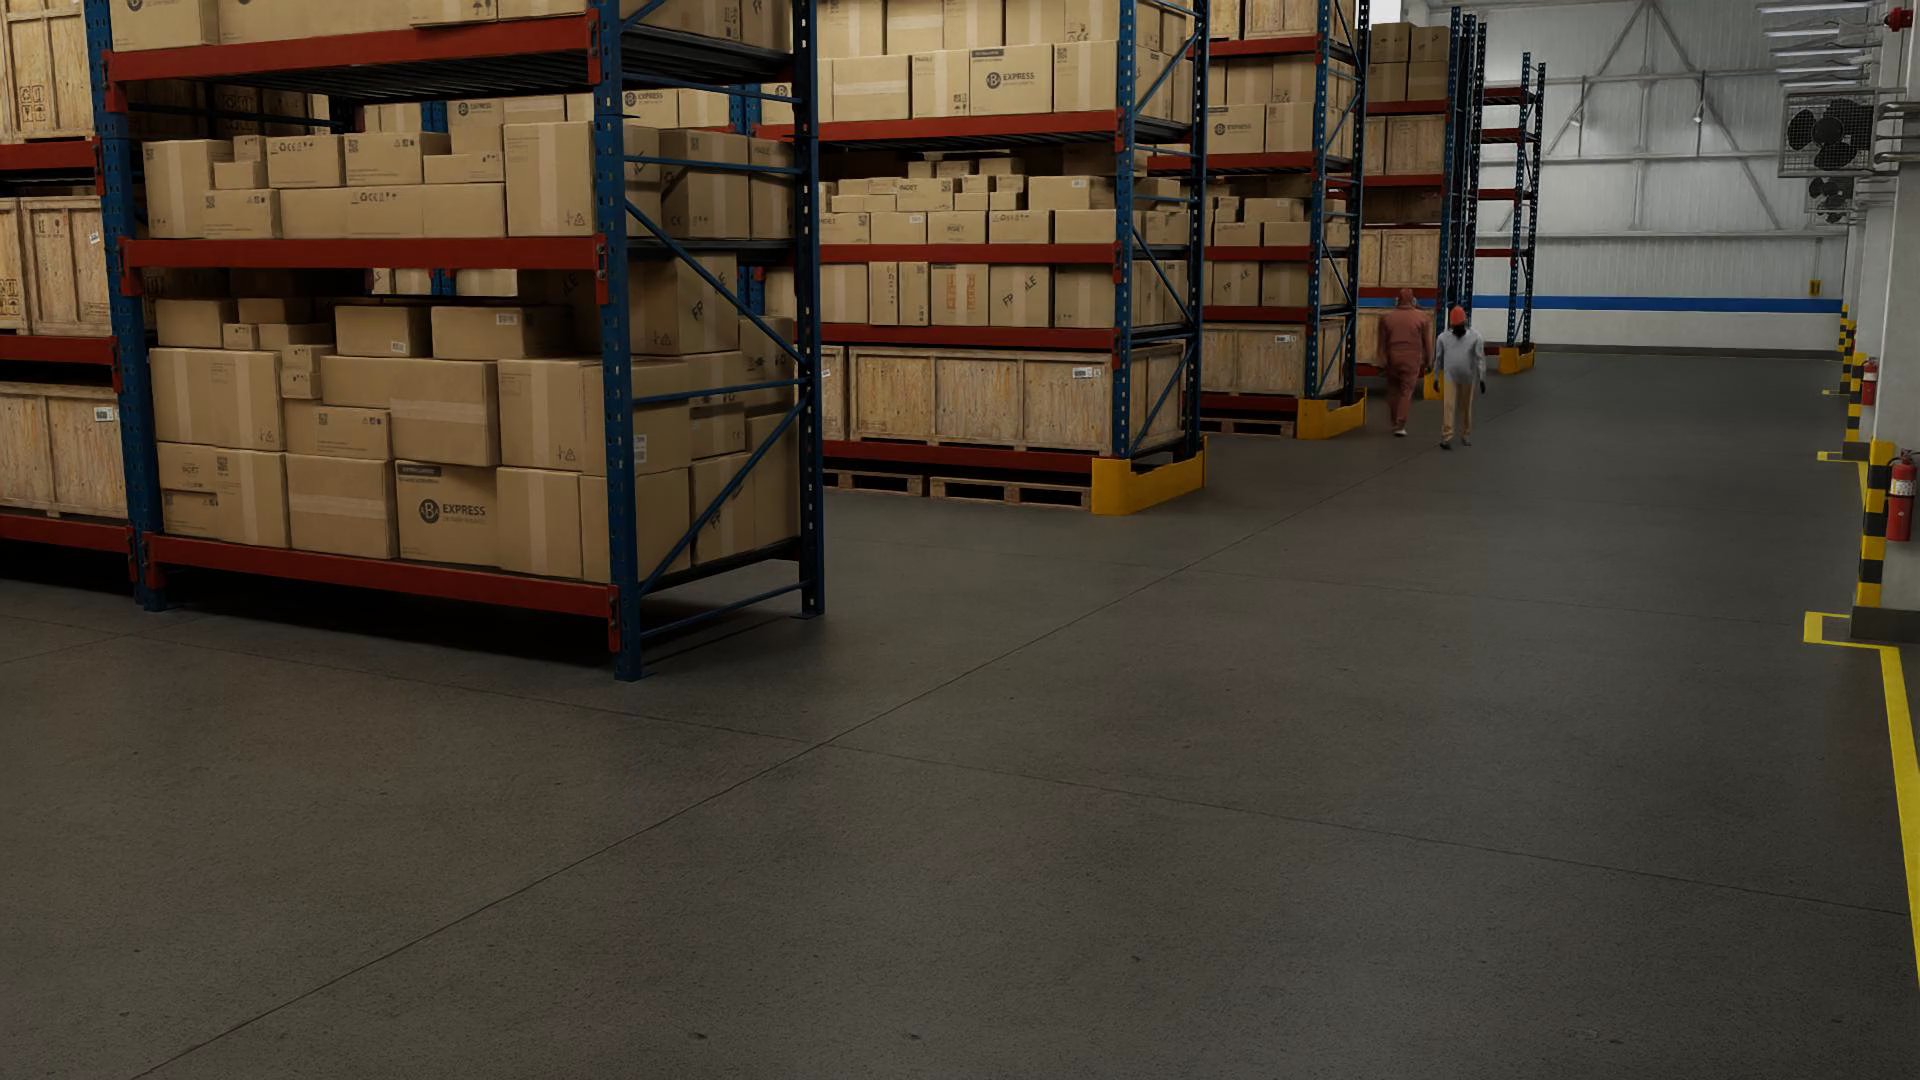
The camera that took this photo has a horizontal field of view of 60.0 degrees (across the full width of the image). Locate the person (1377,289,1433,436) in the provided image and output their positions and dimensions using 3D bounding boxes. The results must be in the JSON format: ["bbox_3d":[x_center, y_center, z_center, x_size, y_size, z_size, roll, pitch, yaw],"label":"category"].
[{"bbox_3d":[5.744,-2.285,21.422,0.657,1.858,0.966,6,11,30],"label":"person"}]

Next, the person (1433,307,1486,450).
[{"bbox_3d":[5.969,-1.930,19.869,0.621,1.685,0.923,4,11,22],"label":"person"}]

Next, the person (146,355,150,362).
[{"bbox_3d":[-8.033,-1.402,16.087,0.543,1.939,0.362,-7,12,-36],"label":"person"}]
